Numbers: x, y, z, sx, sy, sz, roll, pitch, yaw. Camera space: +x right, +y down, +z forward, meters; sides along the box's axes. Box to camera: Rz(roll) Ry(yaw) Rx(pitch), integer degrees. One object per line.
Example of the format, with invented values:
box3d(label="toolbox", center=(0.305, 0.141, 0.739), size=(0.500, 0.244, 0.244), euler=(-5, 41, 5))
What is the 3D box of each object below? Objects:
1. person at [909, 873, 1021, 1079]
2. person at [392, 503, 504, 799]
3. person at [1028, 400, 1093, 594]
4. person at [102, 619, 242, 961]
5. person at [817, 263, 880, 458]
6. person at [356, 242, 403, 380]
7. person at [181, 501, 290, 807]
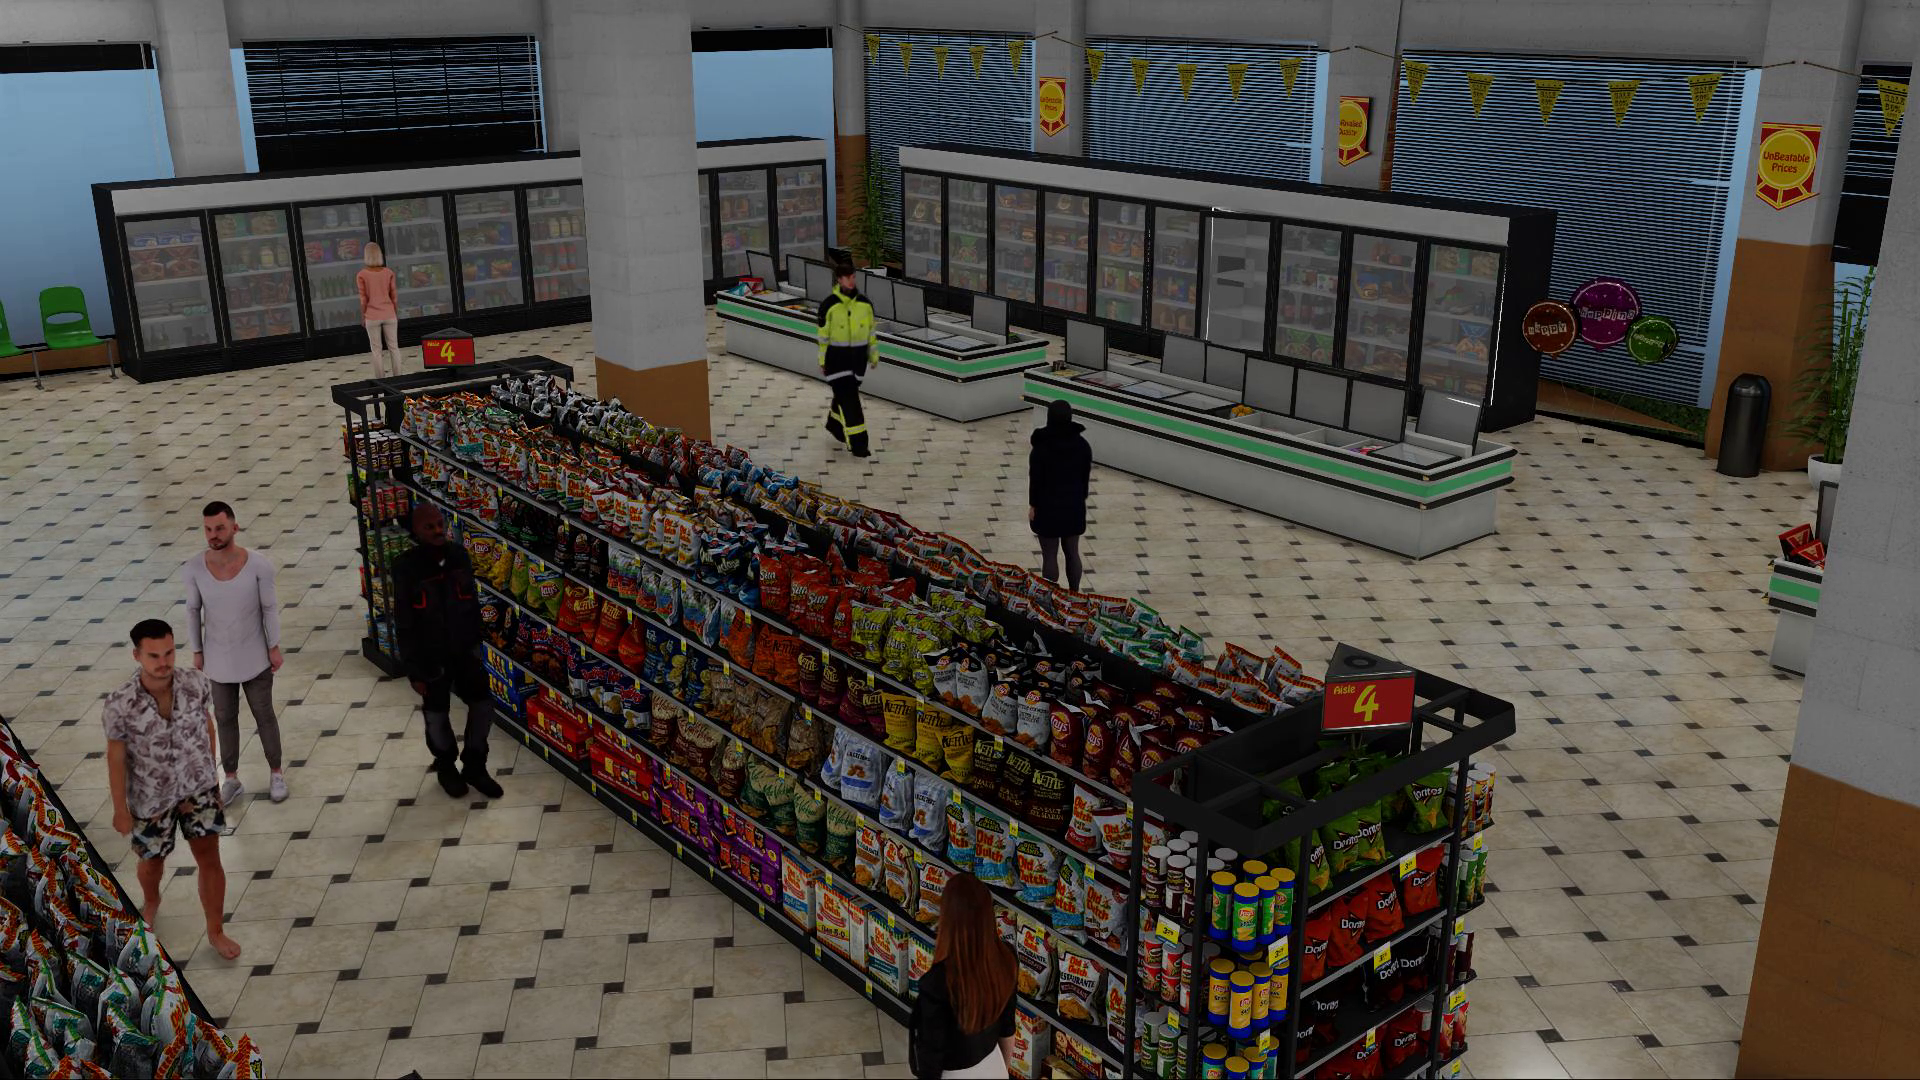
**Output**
box3d(label="person", center=(0.022, 1.964, 5.987), size=(0.586, 1.704, 0.509), euler=(-14, 23, -36))
box3d(label="person", center=(-3.084, 0.629, 9.785), size=(0.703, 1.808, 0.708), euler=(-16, 24, -39))
box3d(label="person", center=(0.757, -0.261, 12.636), size=(0.760, 1.673, 0.766), euler=(-6, 20, -19))
box3d(label="person", center=(-3.912, 1.188, 8.180), size=(0.674, 1.774, 0.964), euler=(-14, 23, -36))
box3d(label="person", center=(-1.203, -1.843, 16.916), size=(0.835, 1.937, 1.282), euler=(-13, 23, -34))
box3d(label="person", center=(-6.857, -2.654, 19.650), size=(0.629, 1.725, 0.560), euler=(-11, 22, -30))
box3d(label="person", center=(-4.214, 0.646, 9.684), size=(0.751, 1.841, 0.736), euler=(-4, 19, -12))
